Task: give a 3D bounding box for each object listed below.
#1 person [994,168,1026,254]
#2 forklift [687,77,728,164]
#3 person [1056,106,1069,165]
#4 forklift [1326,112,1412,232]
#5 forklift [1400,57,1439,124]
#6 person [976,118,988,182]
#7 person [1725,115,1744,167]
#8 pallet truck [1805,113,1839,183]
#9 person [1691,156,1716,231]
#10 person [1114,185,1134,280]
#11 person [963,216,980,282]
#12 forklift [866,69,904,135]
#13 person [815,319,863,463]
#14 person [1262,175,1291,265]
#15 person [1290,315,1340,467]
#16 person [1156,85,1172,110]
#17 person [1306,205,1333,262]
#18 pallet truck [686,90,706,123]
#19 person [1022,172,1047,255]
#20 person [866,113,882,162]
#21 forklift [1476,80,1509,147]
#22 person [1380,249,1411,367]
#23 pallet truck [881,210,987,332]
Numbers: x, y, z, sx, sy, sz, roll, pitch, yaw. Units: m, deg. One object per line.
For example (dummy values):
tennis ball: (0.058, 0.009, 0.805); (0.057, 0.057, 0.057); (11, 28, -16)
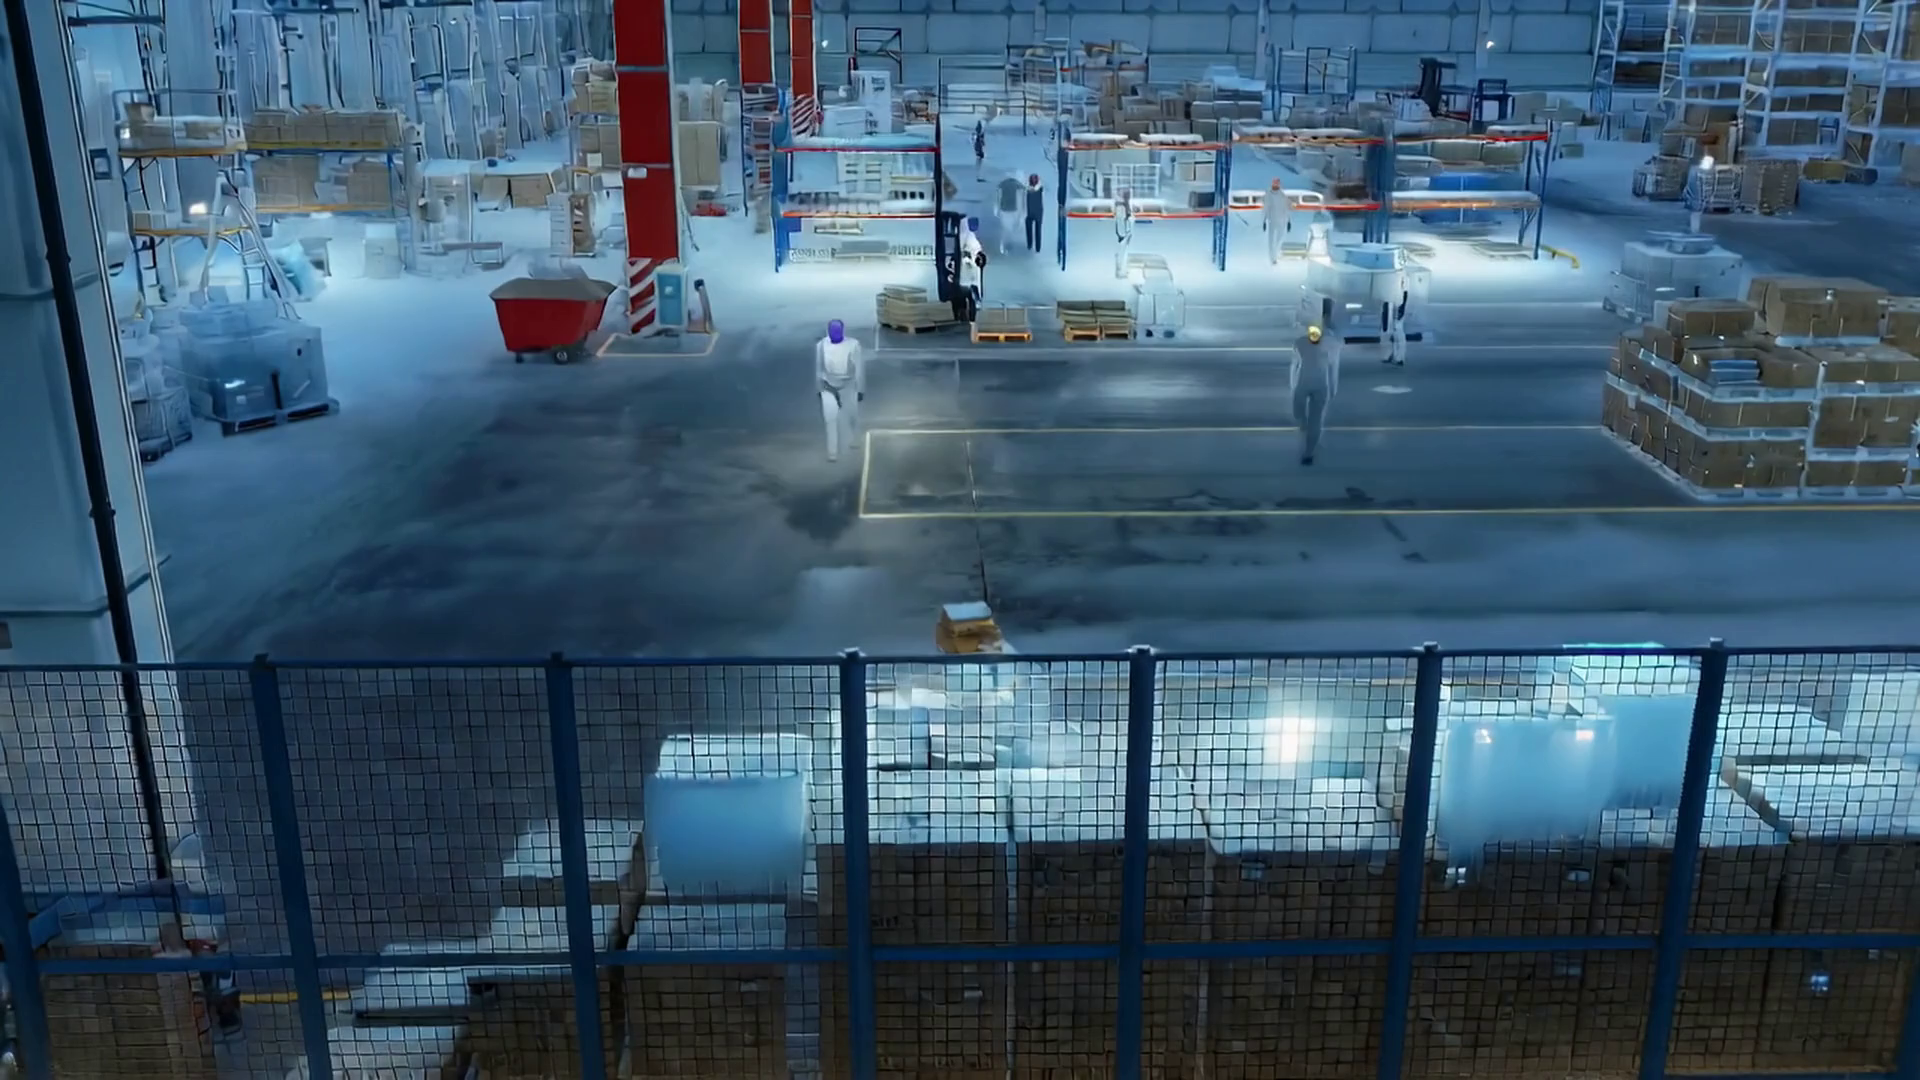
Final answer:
person: (1.141, -7.364, 37.229); (0.715, 1.898, 0.631); (7, 20, 19)
forklift: (-8.726, -13.868, 55.012); (1.873, 2.768, 1.129); (-1, 19, -1)
person: (3.411, -13.353, 54.953); (0.369, 1.929, 0.542); (-16, 25, -40)
forklift: (10.034, -8.969, 40.479); (1.873, 2.768, 1.129); (-1, 19, -2)
forklift: (19.363, -18.501, 68.756); (1.873, 2.768, 1.129); (-1, 19, -1)
person: (0.664, -11.855, 50.579); (0.355, 1.882, 0.576); (4, 19, 12)
person: (24.164, -12.312, 51.966); (0.520, 1.865, 0.335); (-6, 20, -17)
pallet truck: (26.403, -11.957, 50.702); (0.823, 1.965, 1.885); (6, 19, 16)
person: (17.478, -8.047, 39.152); (0.363, 1.963, 0.612); (4, 19, 11)
person: (3.372, -6.296, 34.037); (0.392, 1.916, 0.592); (10, 21, 26)
person: (0.220, -5.247, 31.255); (0.317, 1.697, 0.540); (0, 19, 1)
forklift: (-2.895, -15.504, 59.864); (1.129, 2.768, 1.873); (10, 21, 28)
person: (-1.535, -1.962, 21.336); (0.621, 1.819, 0.830); (1, 19, 4)
person: (6.790, -6.880, 35.769); (0.634, 1.910, 0.676); (9, 21, 25)
person: (4.470, -1.905, 21.012); (0.627, 1.924, 0.541); (11, 22, 30)
person: (8.106, -17.026, 65.876); (0.651, 1.897, 0.920); (-2, 19, -6)
person: (6.986, -5.645, 32.369); (0.486, 1.744, 0.310); (2, 19, 5)
pallet truck: (-9.671, -15.907, 62.421); (0.823, 1.965, 1.885); (5, 19, 15)
person: (1.670, -7.308, 37.175); (0.592, 1.830, 0.487); (-1, 19, -3)
person: (-2.935, -13.694, 56.473); (0.521, 1.600, 0.845); (-6, 19, -16)
forklift: (17.107, -13.435, 53.727); (1.129, 2.768, 1.873); (7, 20, 19)
person: (6.926, -3.676, 26.331); (0.329, 1.873, 0.514); (1, 19, 2)
pallet truck: (-0.493, -4.759, 29.349); (1.885, 1.965, 0.823); (-13, 23, -34)
